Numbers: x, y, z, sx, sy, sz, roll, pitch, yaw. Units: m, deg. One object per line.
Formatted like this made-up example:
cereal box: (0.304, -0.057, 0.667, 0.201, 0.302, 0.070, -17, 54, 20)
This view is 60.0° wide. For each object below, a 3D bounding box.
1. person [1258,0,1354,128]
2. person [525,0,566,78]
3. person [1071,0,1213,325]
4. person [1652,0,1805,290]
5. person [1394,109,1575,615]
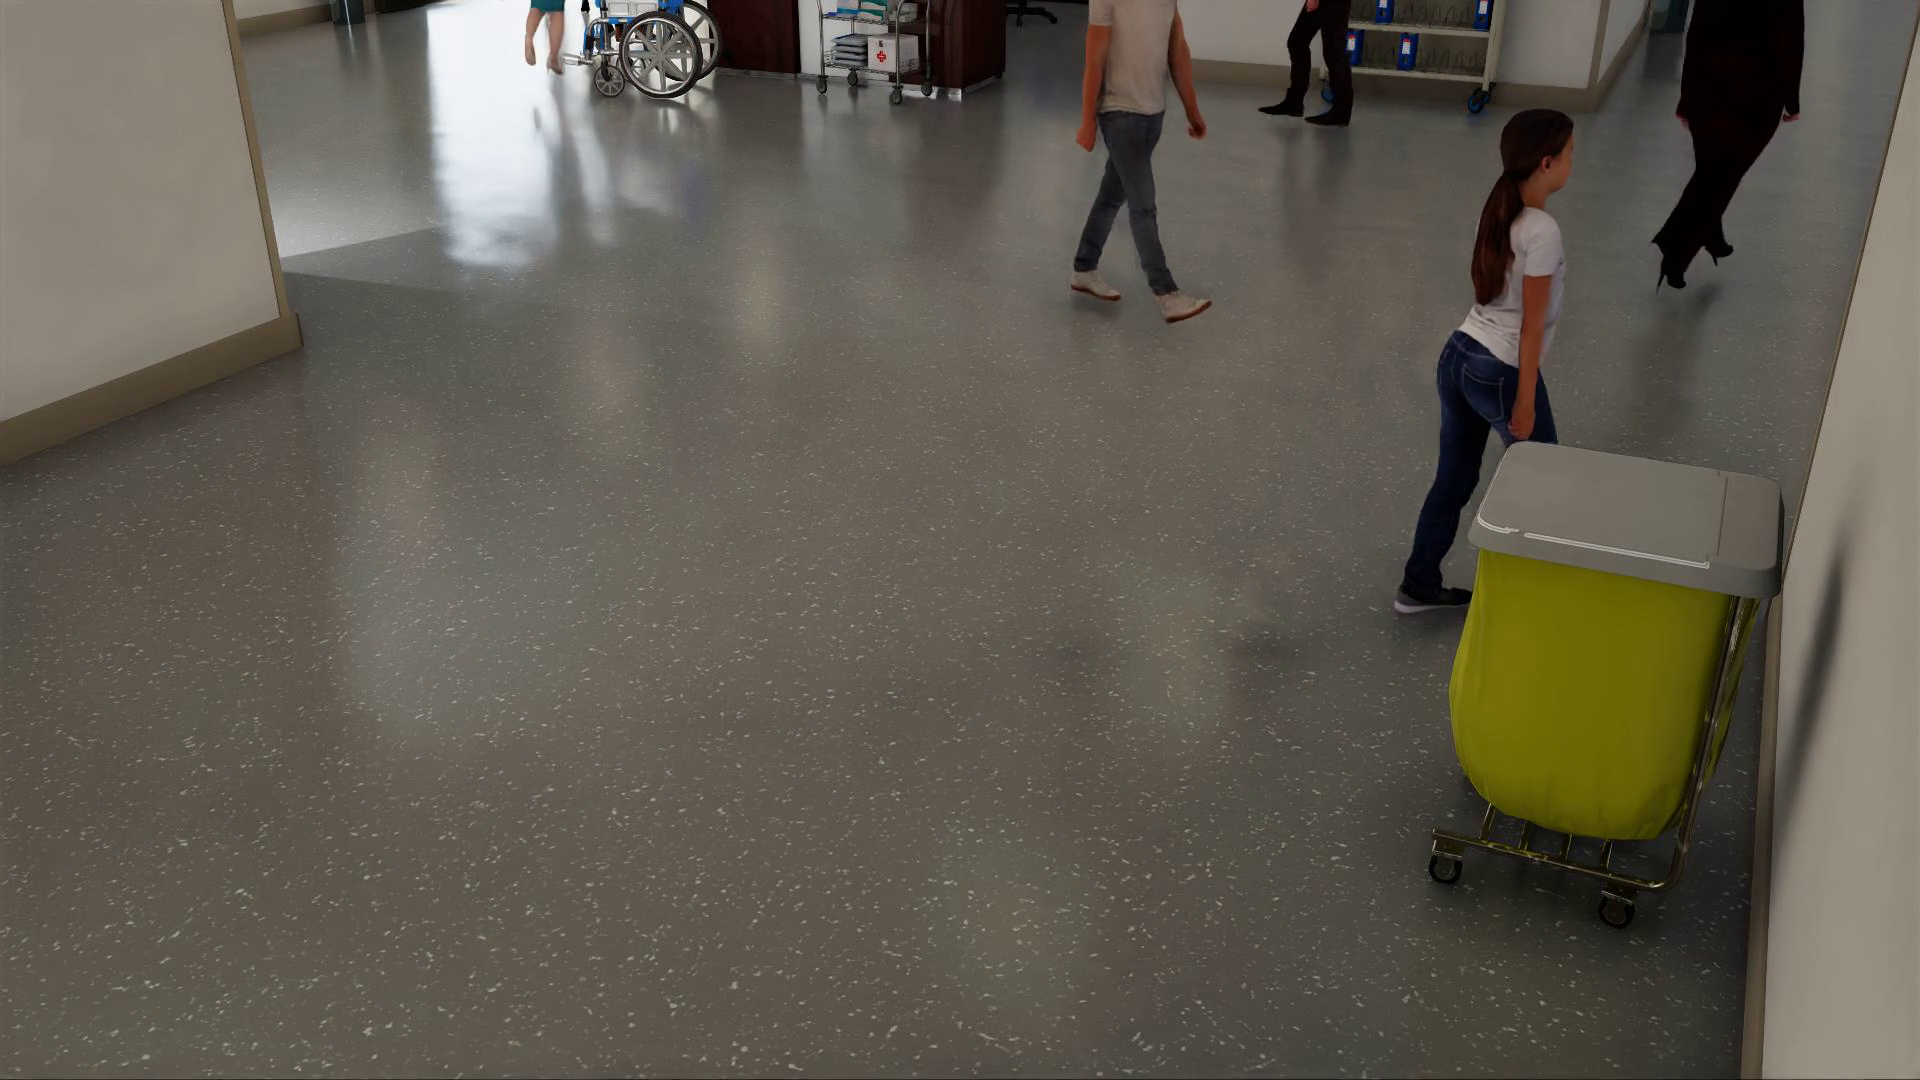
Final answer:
person: (2.623, -3.764, 11.373, 0.982, 1.844, 0.861, 2, 26, 4)
person: (-3.248, -4.416, 12.928, 0.791, 1.667, 0.737, 4, 26, 9)
person: (0.719, -1.940, 7.589, 1.254, 1.846, 0.932, 23, 34, 40)
person: (3.611, -2.005, 7.882, 1.061, 1.709, 1.150, -18, 31, -33)
person: (1.515, -0.470, 4.889, 0.935, 1.543, 0.849, -7, 27, -13)
